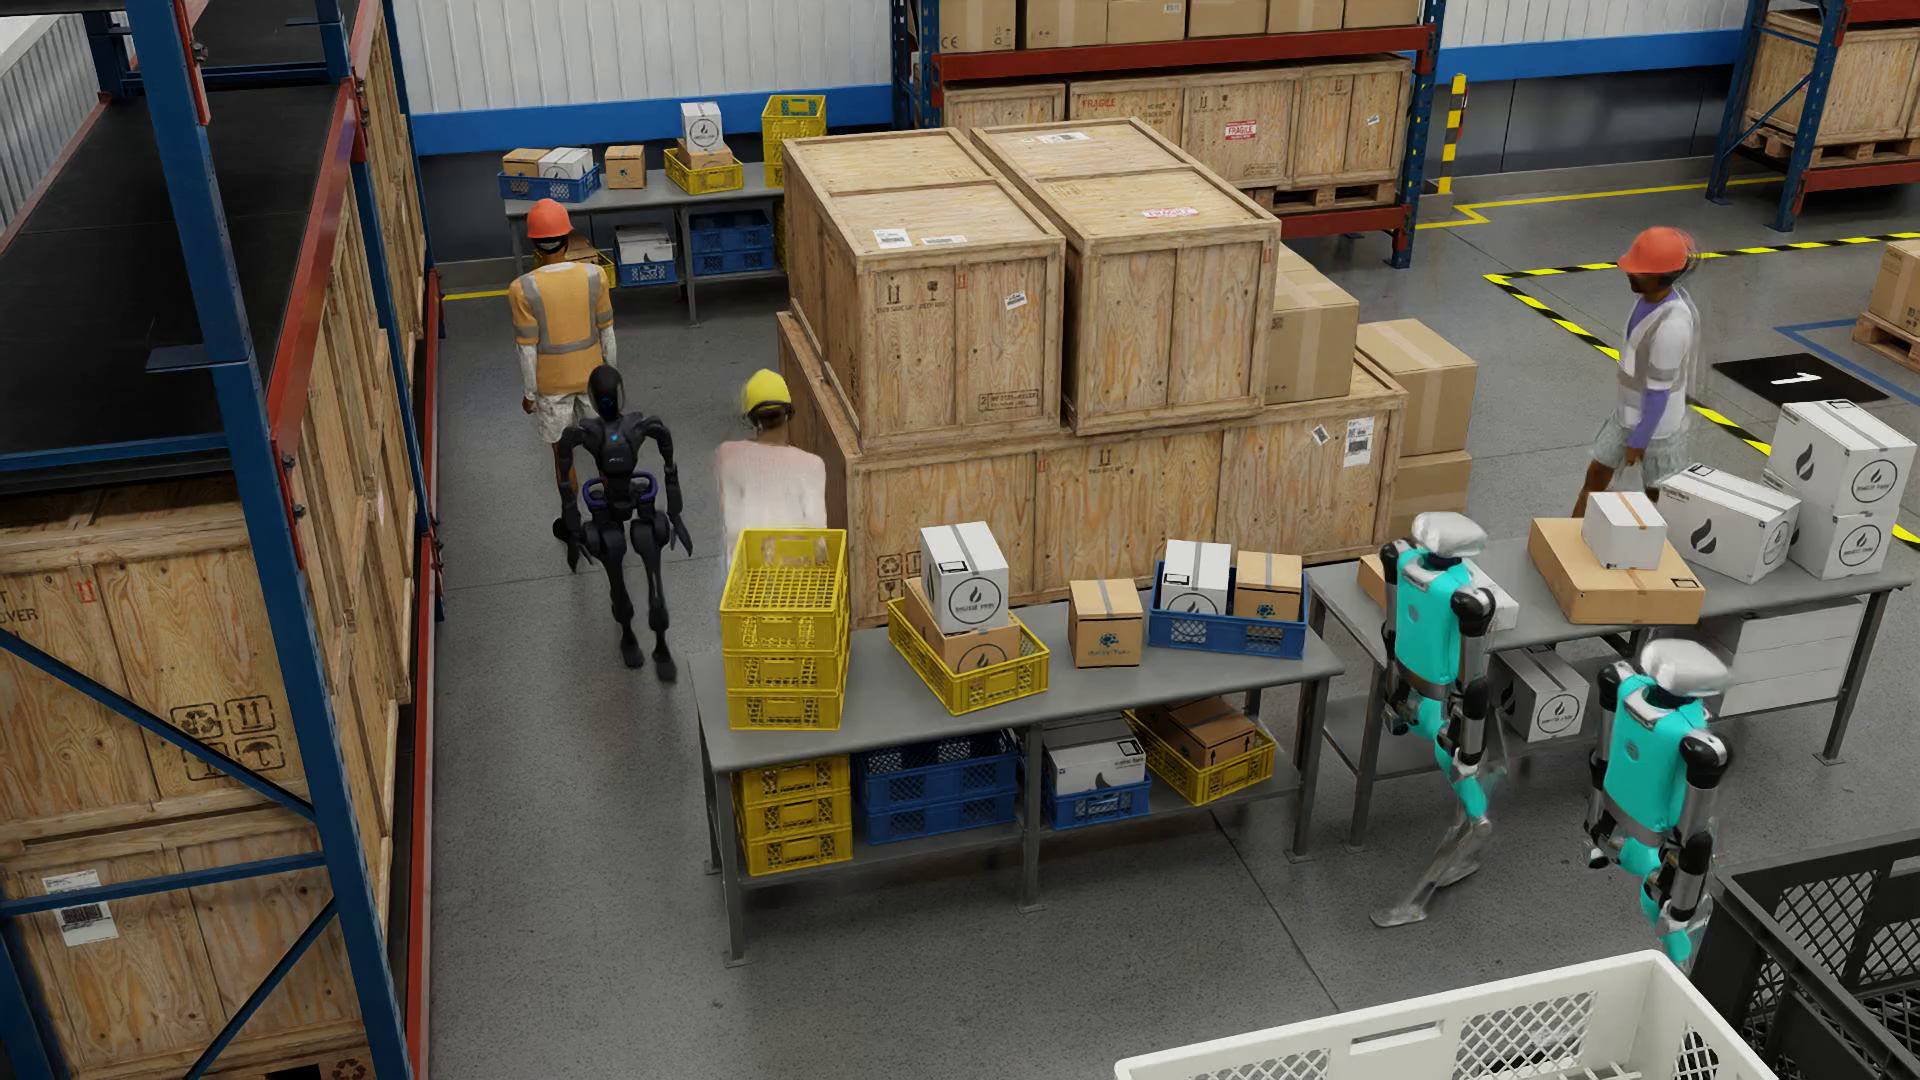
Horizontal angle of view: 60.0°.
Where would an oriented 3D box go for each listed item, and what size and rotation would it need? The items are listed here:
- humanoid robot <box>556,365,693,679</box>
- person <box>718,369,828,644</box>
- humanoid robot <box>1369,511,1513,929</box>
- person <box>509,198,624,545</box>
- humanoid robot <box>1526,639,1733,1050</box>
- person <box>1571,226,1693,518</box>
[{"bbox_3d":[-1.575,-0.103,7.848,0.589,1.637,0.457,-8,30,-14],"label":"humanoid robot"},{"bbox_3d":[-0.839,0.054,7.539,0.530,1.713,0.875,7,30,12],"label":"person"},{"bbox_3d":[1.946,0.659,6.406,0.825,1.776,0.539,-13,31,-22],"label":"humanoid robot"},{"bbox_3d":[-2.124,-0.890,9.005,0.549,1.933,0.367,-17,33,-27],"label":"person"},{"bbox_3d":[2.461,1.060,5.677,1.000,1.734,0.543,-10,30,-17],"label":"humanoid robot"},{"bbox_3d":[3.554,-0.656,8.536,0.970,1.996,0.607,0,29,-1],"label":"person"}]
